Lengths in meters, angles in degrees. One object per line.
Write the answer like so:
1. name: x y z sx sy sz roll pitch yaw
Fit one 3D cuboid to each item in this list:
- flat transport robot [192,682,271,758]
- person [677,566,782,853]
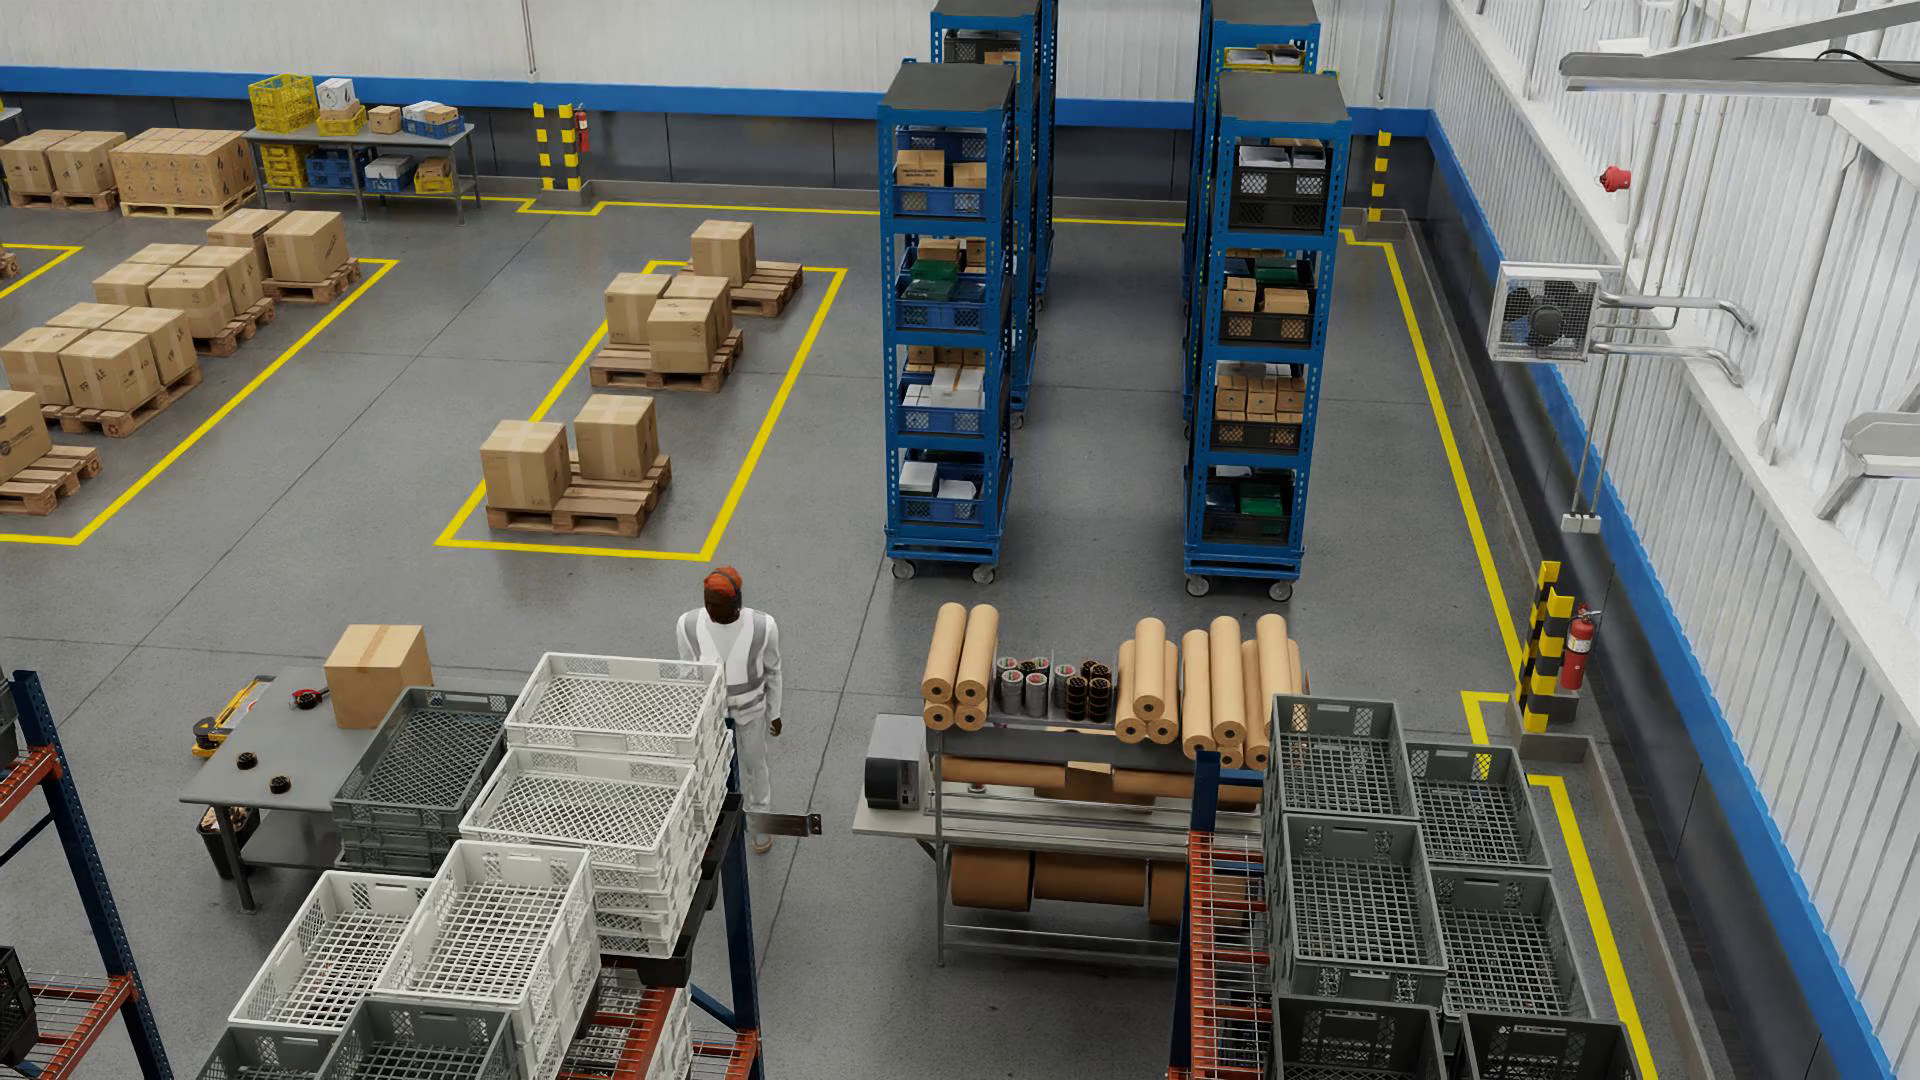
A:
1. flat transport robot: -4.089 1.163 10.648 1.431 0.197 0.652 3 30 6
2. person: -1.286 0.962 9.417 0.573 1.882 0.360 0 30 0
